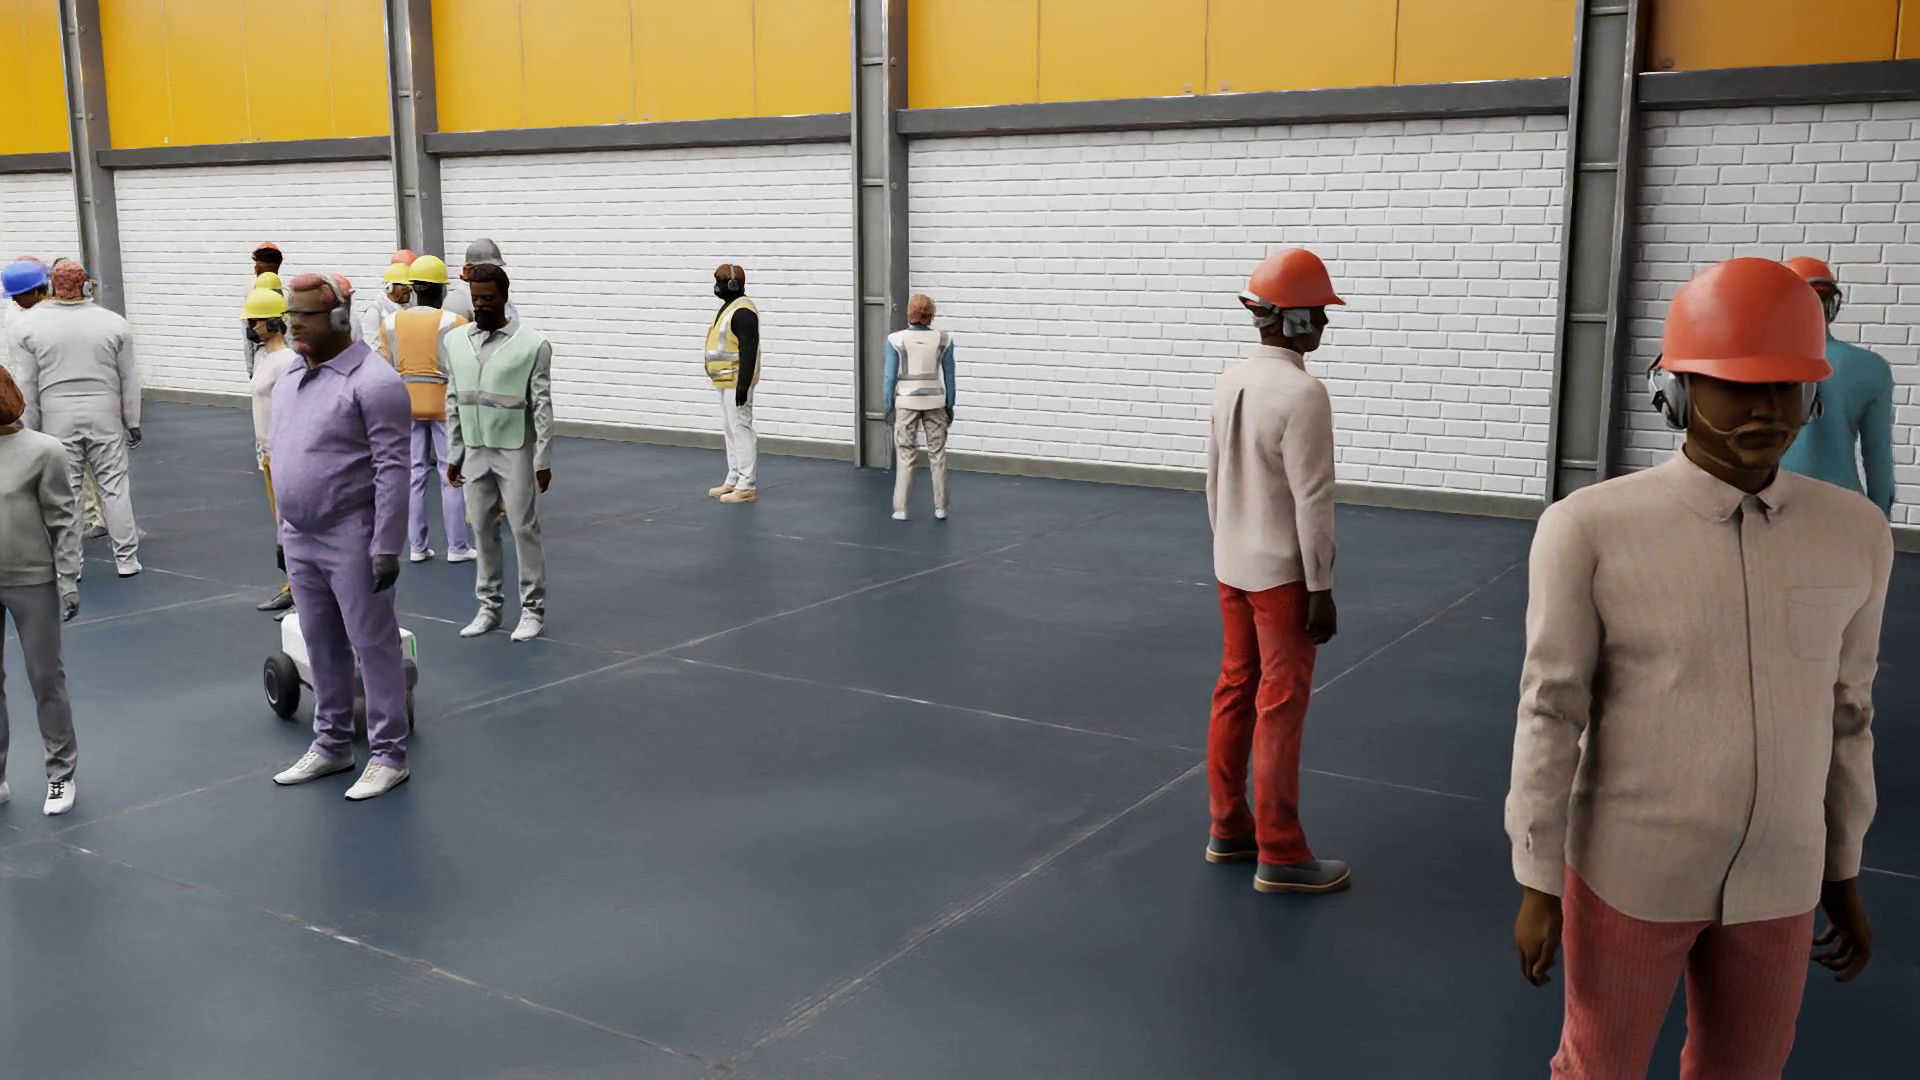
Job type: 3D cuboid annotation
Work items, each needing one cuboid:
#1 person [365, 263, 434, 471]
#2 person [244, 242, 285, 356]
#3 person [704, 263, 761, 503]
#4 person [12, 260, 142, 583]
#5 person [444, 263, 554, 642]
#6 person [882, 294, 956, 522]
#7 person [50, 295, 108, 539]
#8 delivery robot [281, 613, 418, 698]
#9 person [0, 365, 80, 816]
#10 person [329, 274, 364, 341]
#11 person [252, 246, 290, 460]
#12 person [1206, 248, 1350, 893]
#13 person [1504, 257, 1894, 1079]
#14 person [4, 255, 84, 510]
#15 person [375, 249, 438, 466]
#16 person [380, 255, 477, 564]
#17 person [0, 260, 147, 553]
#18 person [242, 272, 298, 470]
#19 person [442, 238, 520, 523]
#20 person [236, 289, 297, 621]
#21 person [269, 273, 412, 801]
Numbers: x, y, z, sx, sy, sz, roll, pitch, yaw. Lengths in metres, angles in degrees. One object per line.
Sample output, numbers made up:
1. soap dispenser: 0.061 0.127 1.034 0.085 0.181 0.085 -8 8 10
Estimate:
1. person: -4.842 -1.475 14.409 0.403 1.826 0.594 6 12 29
2. person: -7.075 -2.048 17.102 0.610 1.996 0.386 7 12 34
3. person: -1.765 -1.215 12.913 0.429 1.842 0.633 -4 11 -21
4. person: -5.226 -0.703 9.897 0.652 1.906 0.402 -6 12 -30
5. person: -2.332 -0.442 8.459 0.588 1.911 0.396 3 11 16
6. person: -0.297 -0.940 11.987 0.554 1.633 0.318 -2 10 -10
7. person: -5.987 -0.883 11.315 0.326 1.752 0.560 -9 13 -40
8. delivery robot: -2.573 0.450 6.998 0.477 0.478 0.707 -9 13 -41
9. person: -3.350 0.169 5.824 0.508 1.632 0.265 -1 10 -7
10. person: -4.962 -1.259 13.401 0.342 1.751 0.563 -2 10 -11
11. person: -6.206 -1.668 15.083 0.367 1.965 0.606 -8 13 -38
12. person: 0.995 0.096 5.220 0.382 1.996 0.608 -4 11 -20
13. person: 1.211 0.545 2.736 0.625 1.992 0.386 -1 10 -5
14. person: -6.795 -1.136 12.283 0.643 1.913 0.408 4 11 19
15. person: -4.883 -1.594 14.749 0.379 1.938 0.547 7 13 35
16. person: -3.298 -0.807 10.413 0.595 1.925 0.374 1 10 7
17. person: -5.759 -0.858 10.813 0.411 1.901 0.778 6 12 31
18. person: -6.050 -1.484 14.679 0.493 1.743 0.295 1 10 8
19. person: -3.345 -1.138 11.936 0.539 2.000 0.688 4 11 20
20. person: -3.646 -0.452 8.896 0.316 1.767 0.535 -7 13 -35
21. person: -2.284 -0.008 6.063 0.658 1.905 0.403 6 12 29
